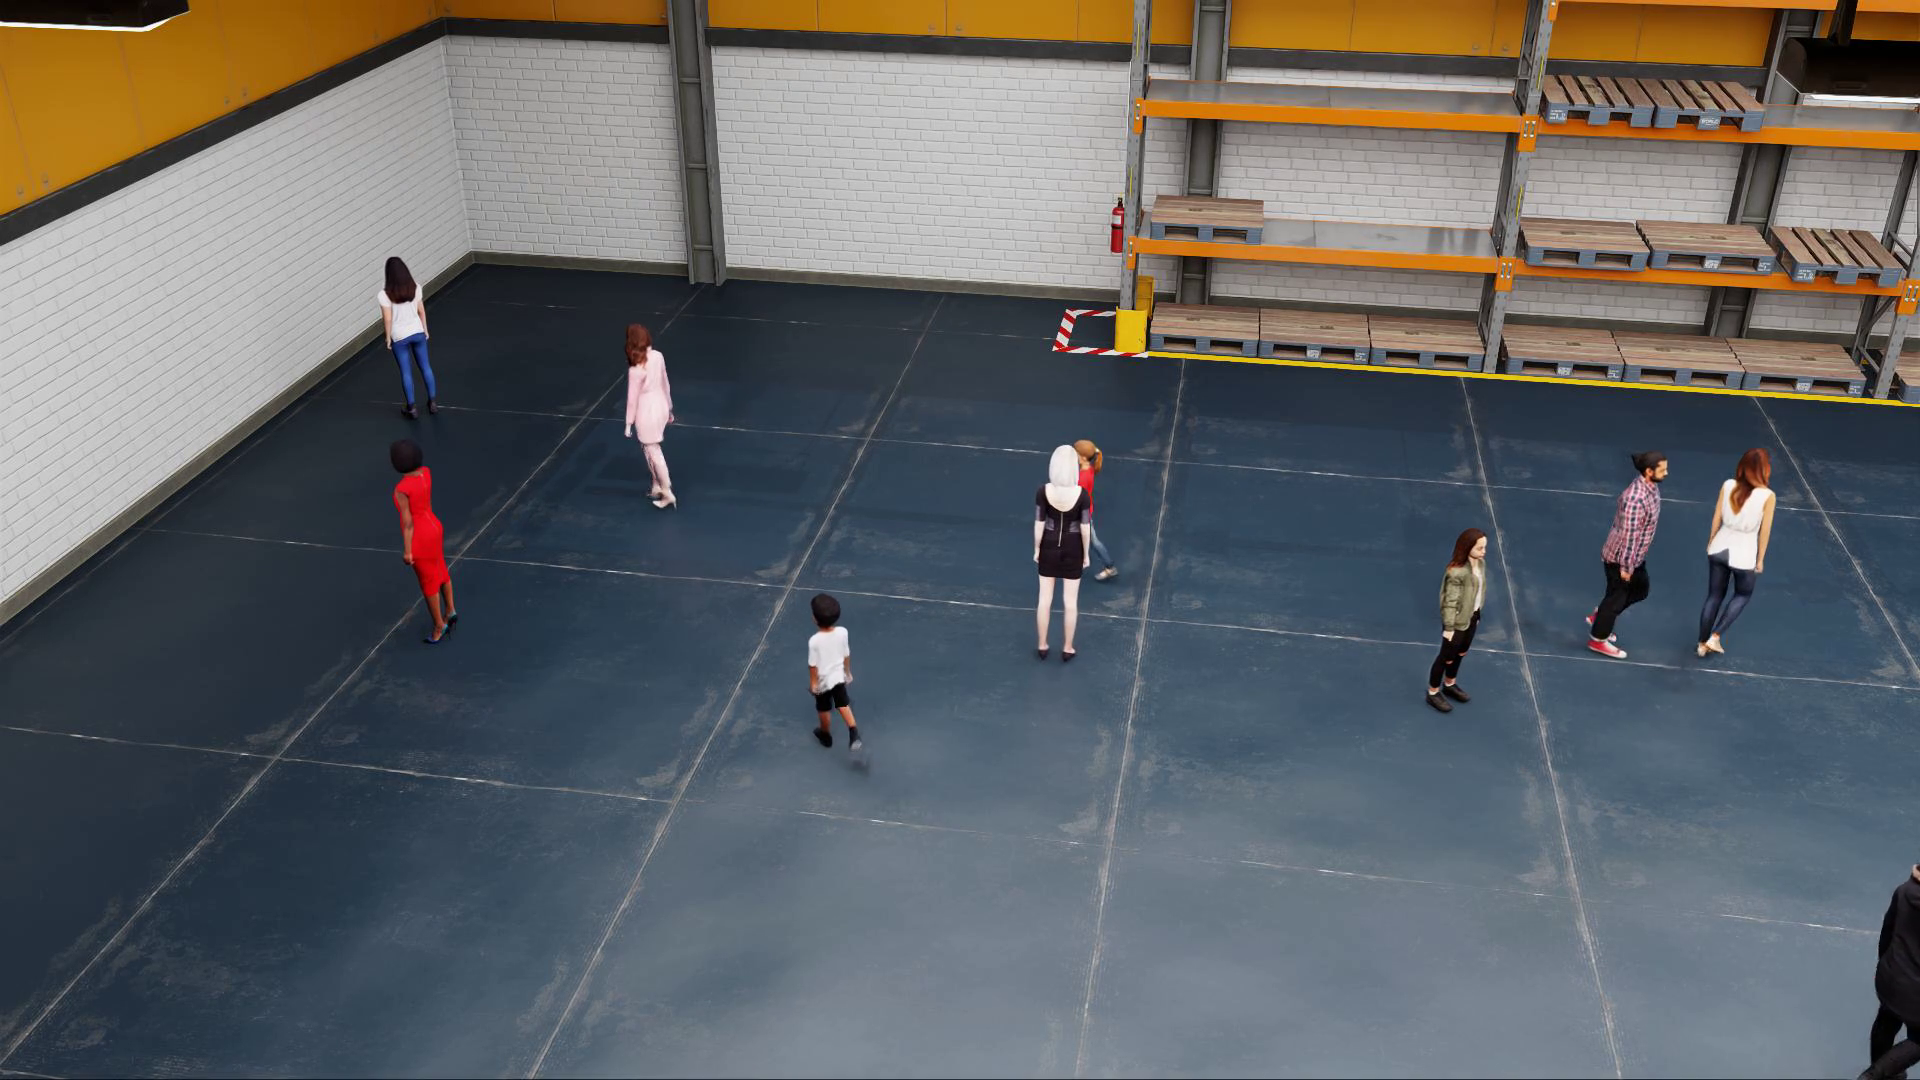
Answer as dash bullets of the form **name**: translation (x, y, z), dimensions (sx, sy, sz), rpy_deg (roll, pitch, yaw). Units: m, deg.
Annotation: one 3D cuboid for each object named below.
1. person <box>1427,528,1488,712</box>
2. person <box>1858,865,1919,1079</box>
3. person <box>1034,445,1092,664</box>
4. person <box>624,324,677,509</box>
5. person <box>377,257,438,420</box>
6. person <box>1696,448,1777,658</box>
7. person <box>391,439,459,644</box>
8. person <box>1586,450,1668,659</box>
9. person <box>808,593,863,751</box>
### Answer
- **person**: translation (3.677, 0.566, 12.238), dimensions (0.650, 1.475, 0.680), rpy_deg (-25, 37, -38)
- **person**: translation (4.965, 2.329, 8.702), dimensions (1.030, 1.767, 0.911), rpy_deg (-12, 31, -21)
- **person**: translation (0.771, 0.117, 12.688), dimensions (0.416, 1.832, 0.630), rpy_deg (4, 29, 8)
- **person**: translation (-2.697, -1.069, 14.911), dimensions (0.728, 1.786, 0.723), rpy_deg (14, 31, 23)
- **person**: translation (-5.567, -2.032, 16.784), dimensions (0.677, 1.683, 0.726), rpy_deg (-20, 35, -33)
- **person**: translation (5.862, 0.149, 12.692), dimensions (0.794, 1.773, 0.716), rpy_deg (-24, 37, -37)
- **person**: translation (-4.179, 0.005, 12.986), dimensions (0.514, 1.744, 0.578), rpy_deg (7, 29, 12)
- **person**: translation (5.066, 0.087, 12.830), dimensions (0.795, 1.750, 0.793), rpy_deg (18, 34, 30)
- **person**: translation (-0.890, 0.968, 11.735), dimensions (0.737, 1.251, 0.801), rpy_deg (-19, 34, -31)
